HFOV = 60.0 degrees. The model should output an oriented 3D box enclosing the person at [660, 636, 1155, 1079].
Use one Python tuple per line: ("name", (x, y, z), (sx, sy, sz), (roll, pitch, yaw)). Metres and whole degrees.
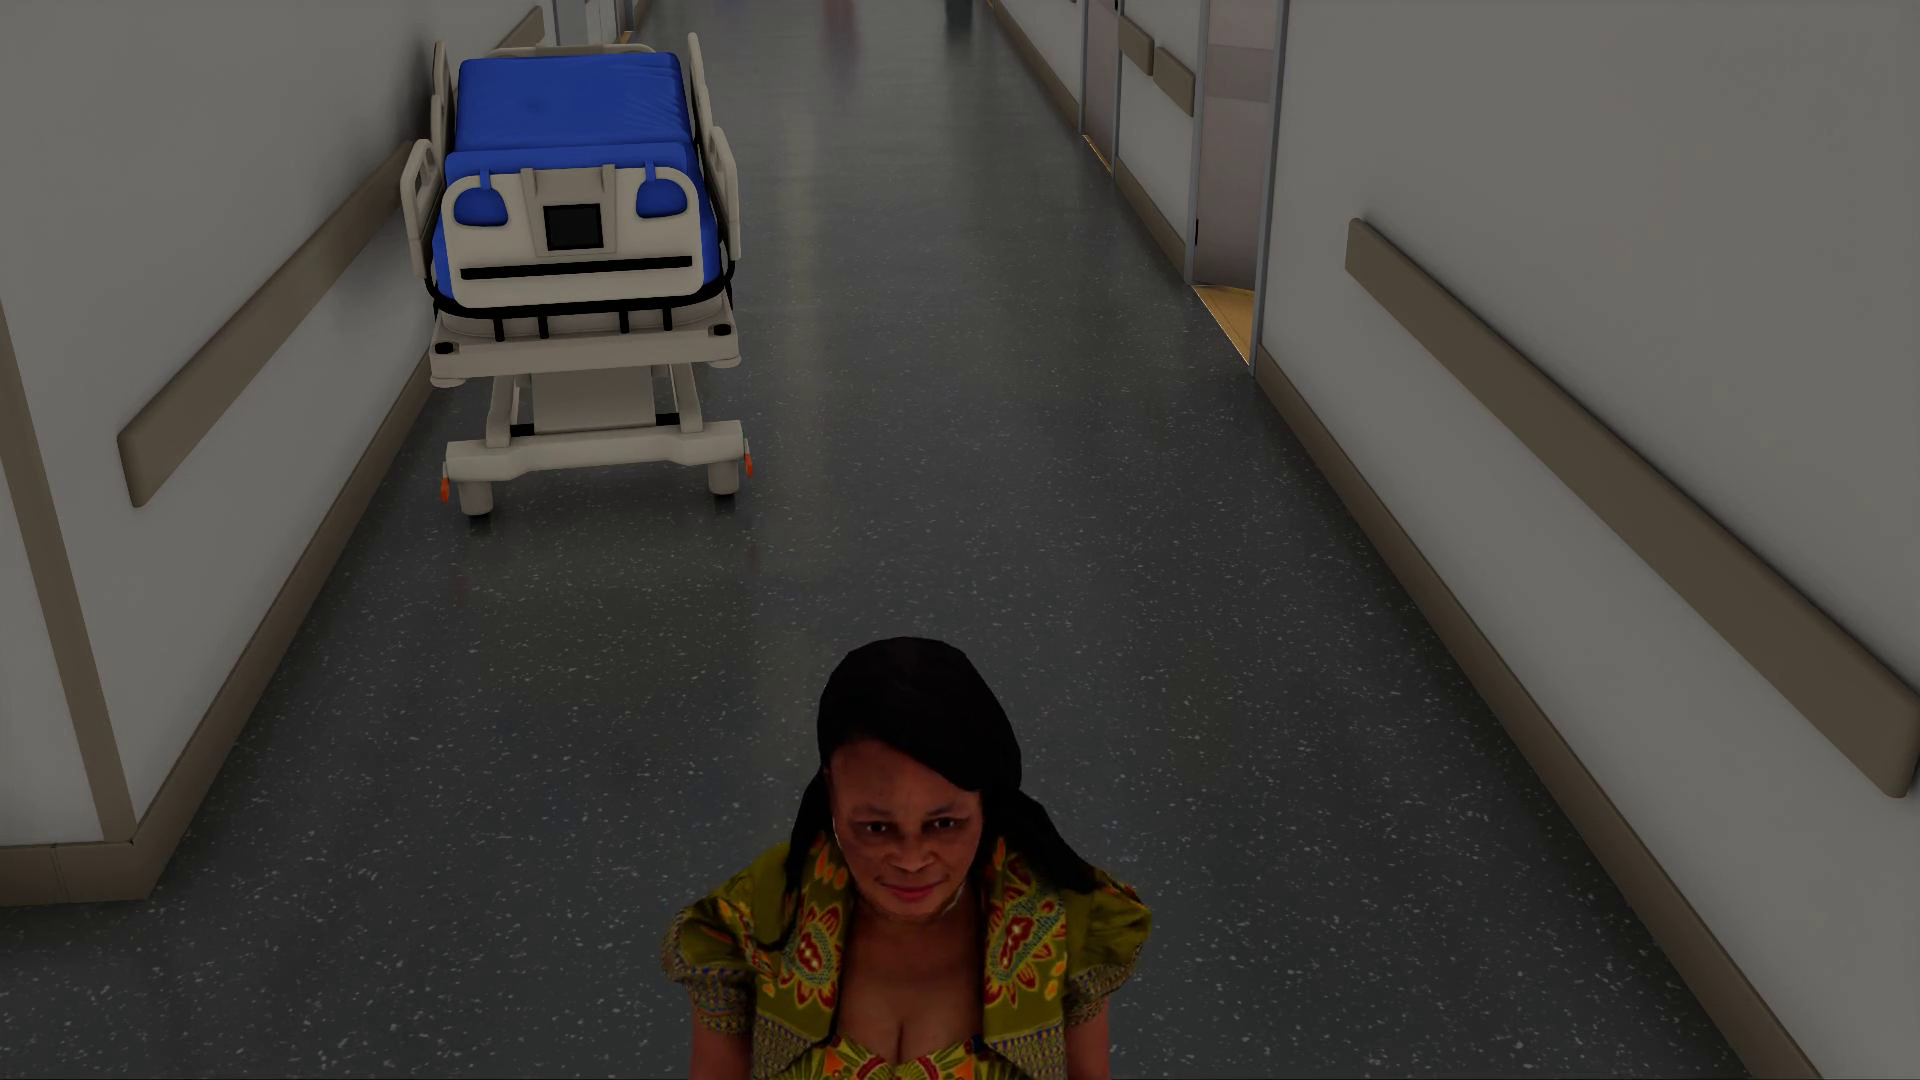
("person", (-0.063, 0.828, 2.105), (1.198, 1.598, 0.892), (0, 26, 0))
